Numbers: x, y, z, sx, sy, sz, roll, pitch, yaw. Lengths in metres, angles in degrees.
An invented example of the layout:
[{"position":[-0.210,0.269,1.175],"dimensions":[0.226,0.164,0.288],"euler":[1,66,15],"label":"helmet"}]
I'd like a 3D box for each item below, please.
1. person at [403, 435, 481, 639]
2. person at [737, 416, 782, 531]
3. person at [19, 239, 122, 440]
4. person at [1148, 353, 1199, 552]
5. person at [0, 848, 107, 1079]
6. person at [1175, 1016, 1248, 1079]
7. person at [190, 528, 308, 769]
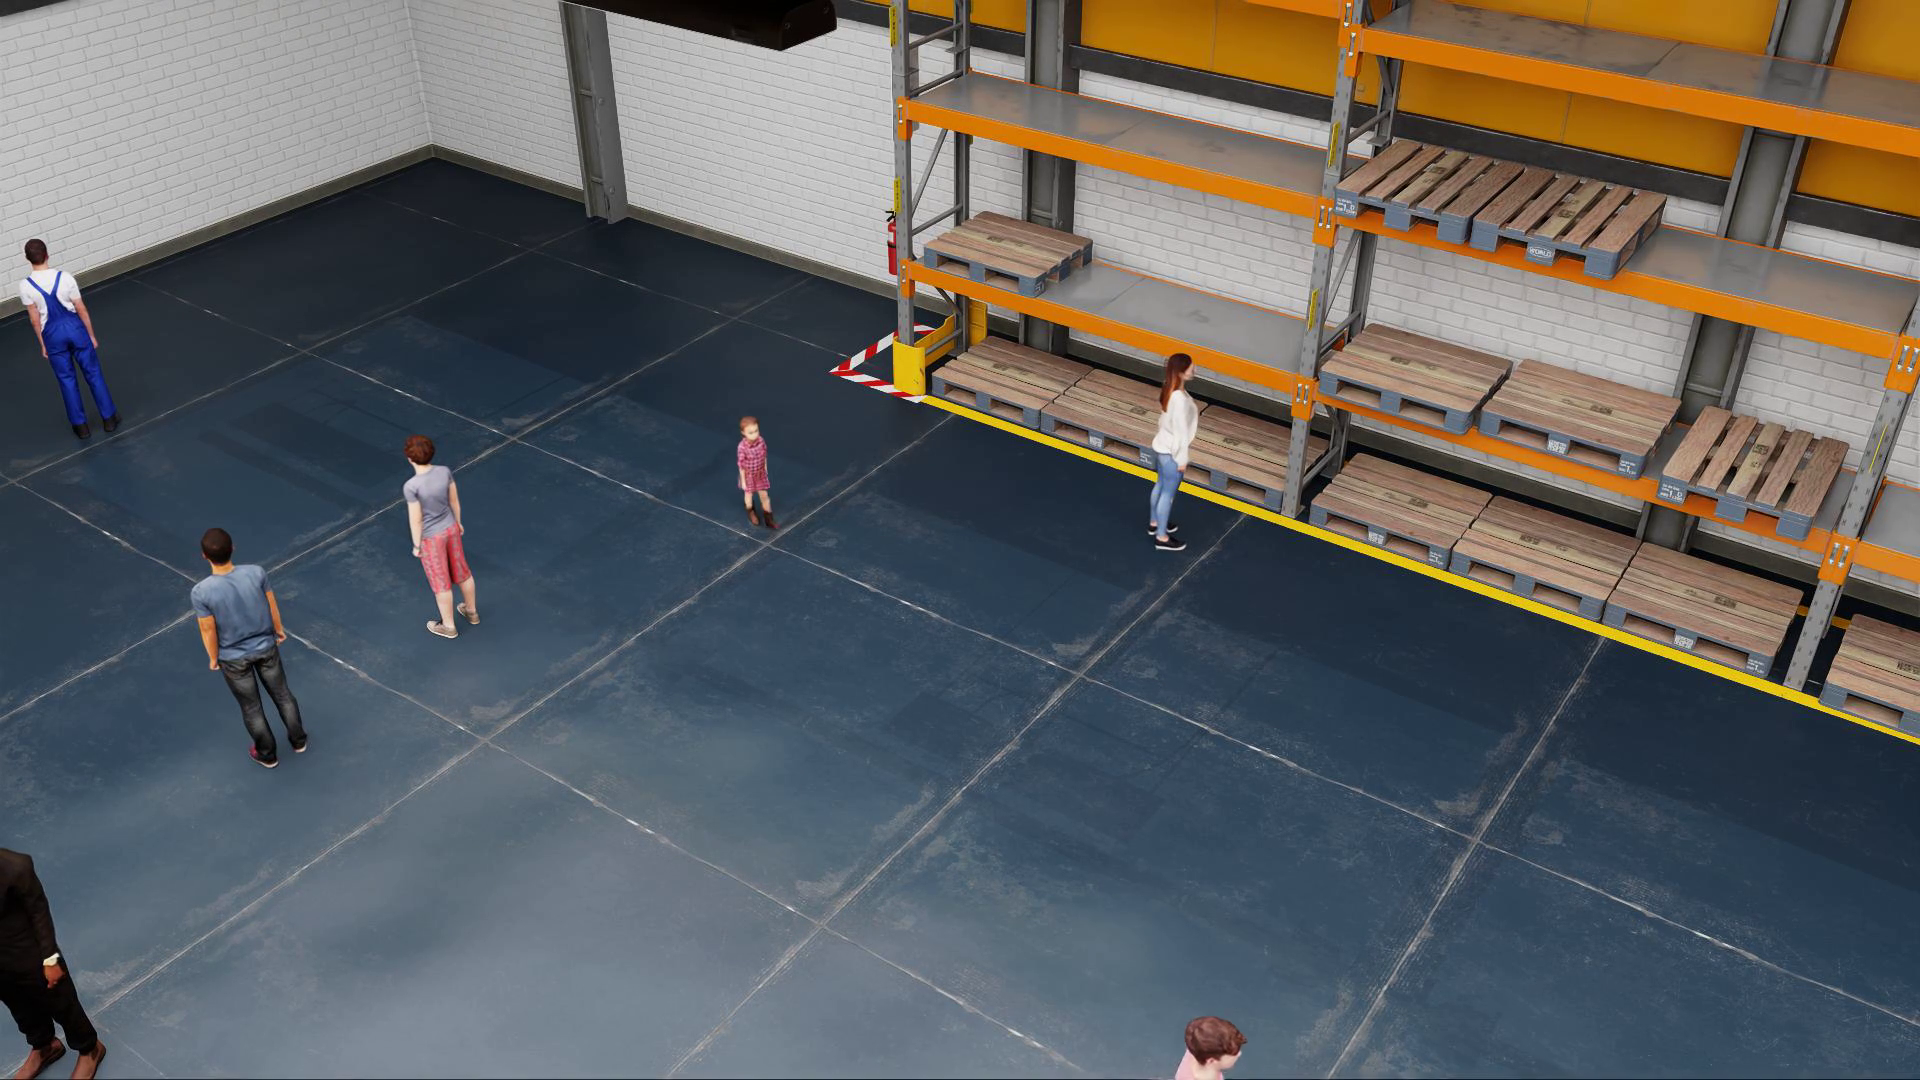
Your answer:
[{"position":[-3.823,-0.032,12.207],"dimensions":[0.532,1.651,0.582],"euler":[24,40,31],"label":"person"},{"position":[-1.711,-0.584,13.618],"dimensions":[0.564,1.007,0.696],"euler":[-20,38,-27],"label":"person"},{"position":[-7.884,-1.780,14.655],"dimensions":[0.713,1.851,0.717],"euler":[-17,37,-23],"label":"person"},{"position":[1.683,-0.717,13.201],"dimensions":[0.752,1.691,0.709],"euler":[-3,34,-4],"label":"person"},{"position":[-4.953,2.134,8.720],"dimensions":[0.707,1.904,0.836],"euler":[6,34,9],"label":"person"},{"position":[0.960,2.865,7.578],"dimensions":[0.796,1.950,0.775],"euler":[4,34,7],"label":"person"},{"position":[-4.692,0.710,10.948],"dimensions":[0.704,1.809,0.610],"euler":[-27,42,-34],"label":"person"}]
